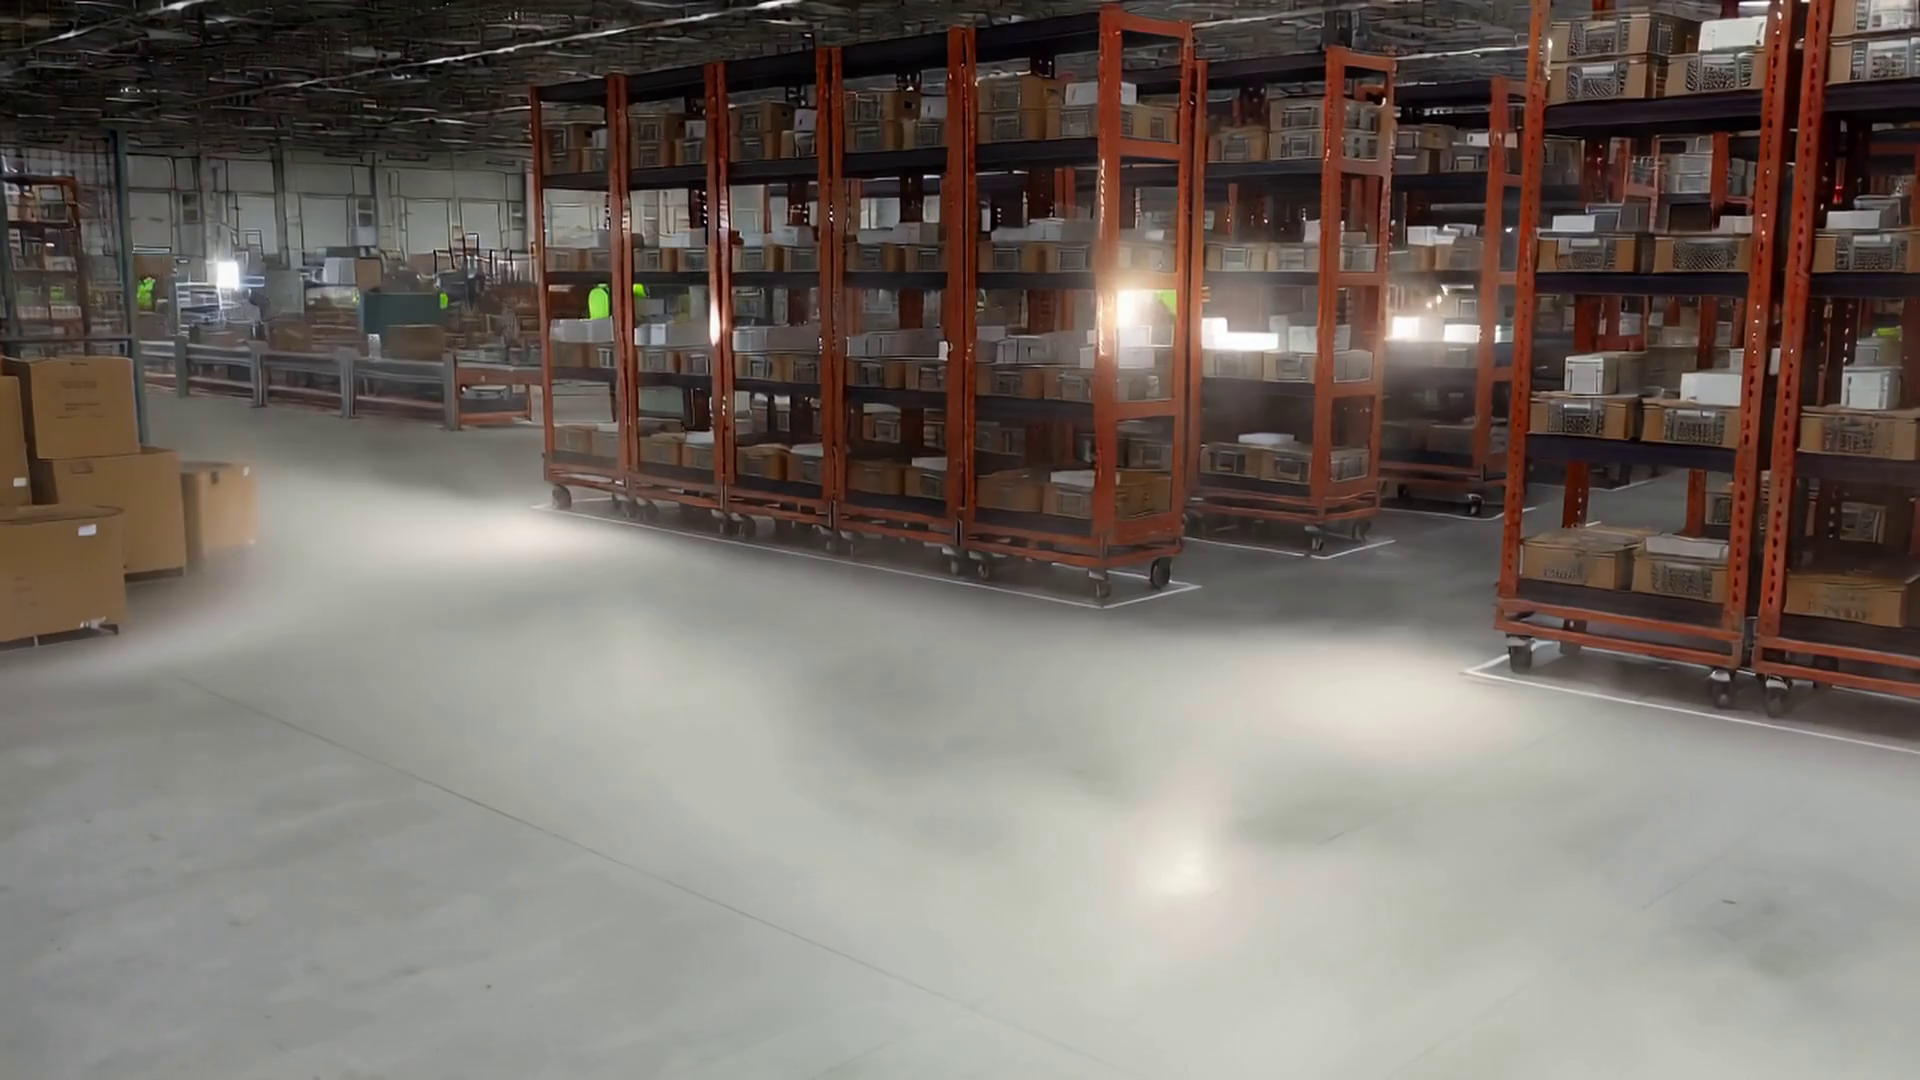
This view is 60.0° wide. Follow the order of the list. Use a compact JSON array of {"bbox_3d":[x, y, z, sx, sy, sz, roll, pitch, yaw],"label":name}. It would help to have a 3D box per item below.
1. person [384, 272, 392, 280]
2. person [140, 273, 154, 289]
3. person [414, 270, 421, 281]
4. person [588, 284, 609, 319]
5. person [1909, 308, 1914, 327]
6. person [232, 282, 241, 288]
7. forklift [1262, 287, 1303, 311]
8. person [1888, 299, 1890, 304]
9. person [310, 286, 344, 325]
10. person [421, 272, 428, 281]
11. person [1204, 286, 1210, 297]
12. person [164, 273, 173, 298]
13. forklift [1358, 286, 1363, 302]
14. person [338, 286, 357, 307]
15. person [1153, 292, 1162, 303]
[{"bbox_3d":[-20.932,-8.871,61.180,0.772,1.940,0.649,-8,12,-39],"label":"person"},{"bbox_3d":[-34.812,-10.477,71.231,0.576,1.881,0.352,-2,9,-11],"label":"person"},{"bbox_3d":[-28.538,-13.234,87.653,0.536,2.000,0.689,-5,10,-27],"label":"person"},{"bbox_3d":[-7.080,-4.236,32.914,0.409,1.903,0.639,-7,12,-38],"label":"person"},{"bbox_3d":[12.239,-2.355,21.218,0.437,1.961,0.660,0,9,-1],"label":"person"},{"bbox_3d":[-27.577,-9.165,63.641,0.548,1.722,0.514,2,9,11],"label":"person"},{"bbox_3d":[10.769,-8.203,54.240,1.129,2.768,1.873,8,12,42],"label":"forklift"},{"bbox_3d":[26.563,-6.529,47.386,0.326,1.767,0.533,8,12,41],"label":"person"},{"bbox_3d":[-12.401,-4.261,32.634,0.605,2.044,0.374,-5,11,-29],"label":"person"},{"bbox_3d":[-29.191,-13.683,90.782,0.446,1.910,0.621,-1,9,-3],"label":"person"},{"bbox_3d":[8.196,-7.634,54.564,0.499,1.633,0.281,6,11,33],"label":"person"},{"bbox_3d":[-39.418,-12.351,82.809,0.552,1.856,0.480,6,11,32],"label":"person"},{"bbox_3d":[11.100,-7.017,46.970,1.873,2.768,1.129,9,13,43],"label":"forklift"},{"bbox_3d":[-18.651,-7.117,50.609,0.550,1.891,0.963,-1,9,-5],"label":"person"},{"bbox_3d":[6.348,-7.454,53.458,0.286,1.633,0.501,-3,10,-18],"label":"person"}]
